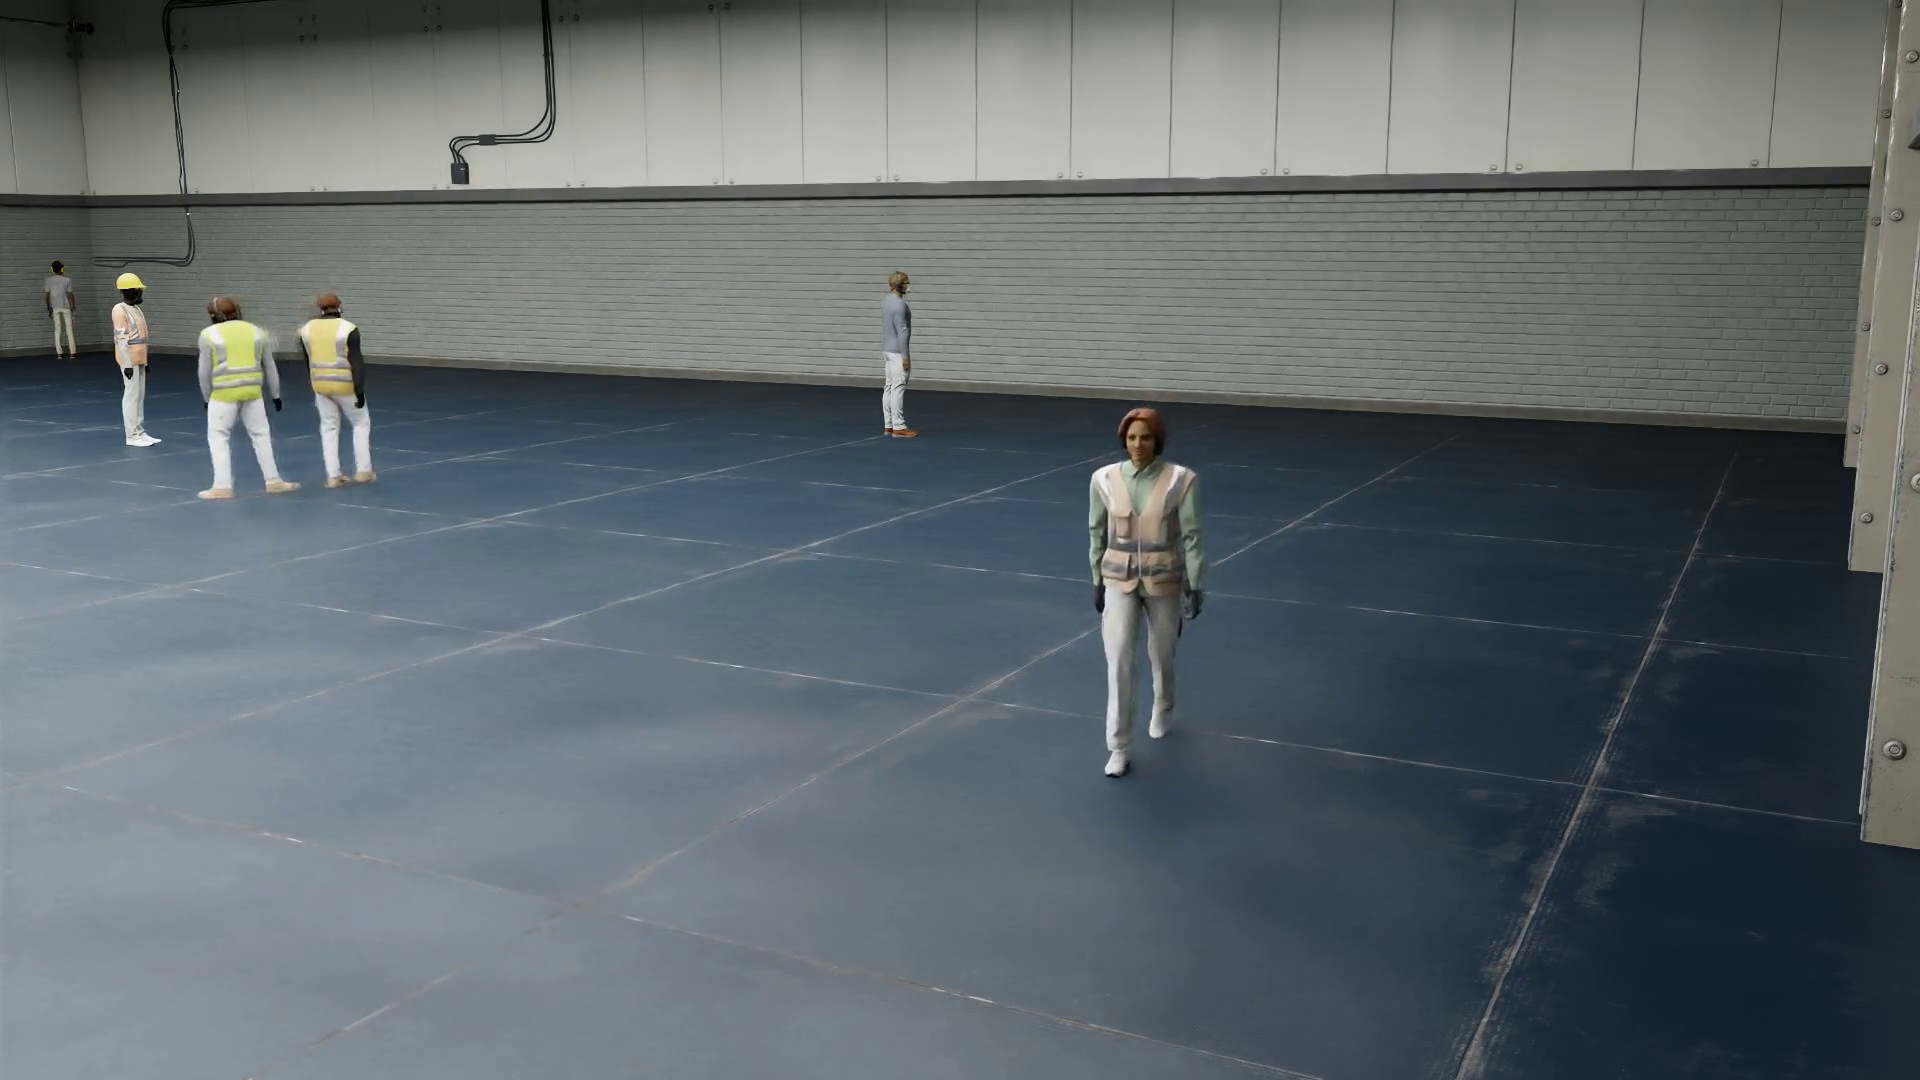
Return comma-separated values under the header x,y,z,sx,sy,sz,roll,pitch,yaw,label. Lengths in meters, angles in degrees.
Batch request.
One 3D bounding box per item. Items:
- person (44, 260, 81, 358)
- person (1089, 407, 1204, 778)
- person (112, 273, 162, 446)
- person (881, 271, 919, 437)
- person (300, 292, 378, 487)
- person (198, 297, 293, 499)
x,y,z,sx,sy,sz,roll,pitch,yaw,label
-17.213,-4.410,31.855,0.521,1.873,0.335,-2,11,-10,person
0.843,0.191,7.490,0.523,1.605,0.813,3,11,14,person
-9.242,-2.013,18.623,0.357,1.930,0.591,-2,11,-9,person
-0.725,-2.169,19.454,0.372,1.940,0.630,-4,11,-21,person
-5.840,-1.420,15.681,0.644,1.817,0.569,2,11,12,person
-6.492,-1.288,15.059,0.431,1.809,0.837,9,14,39,person
